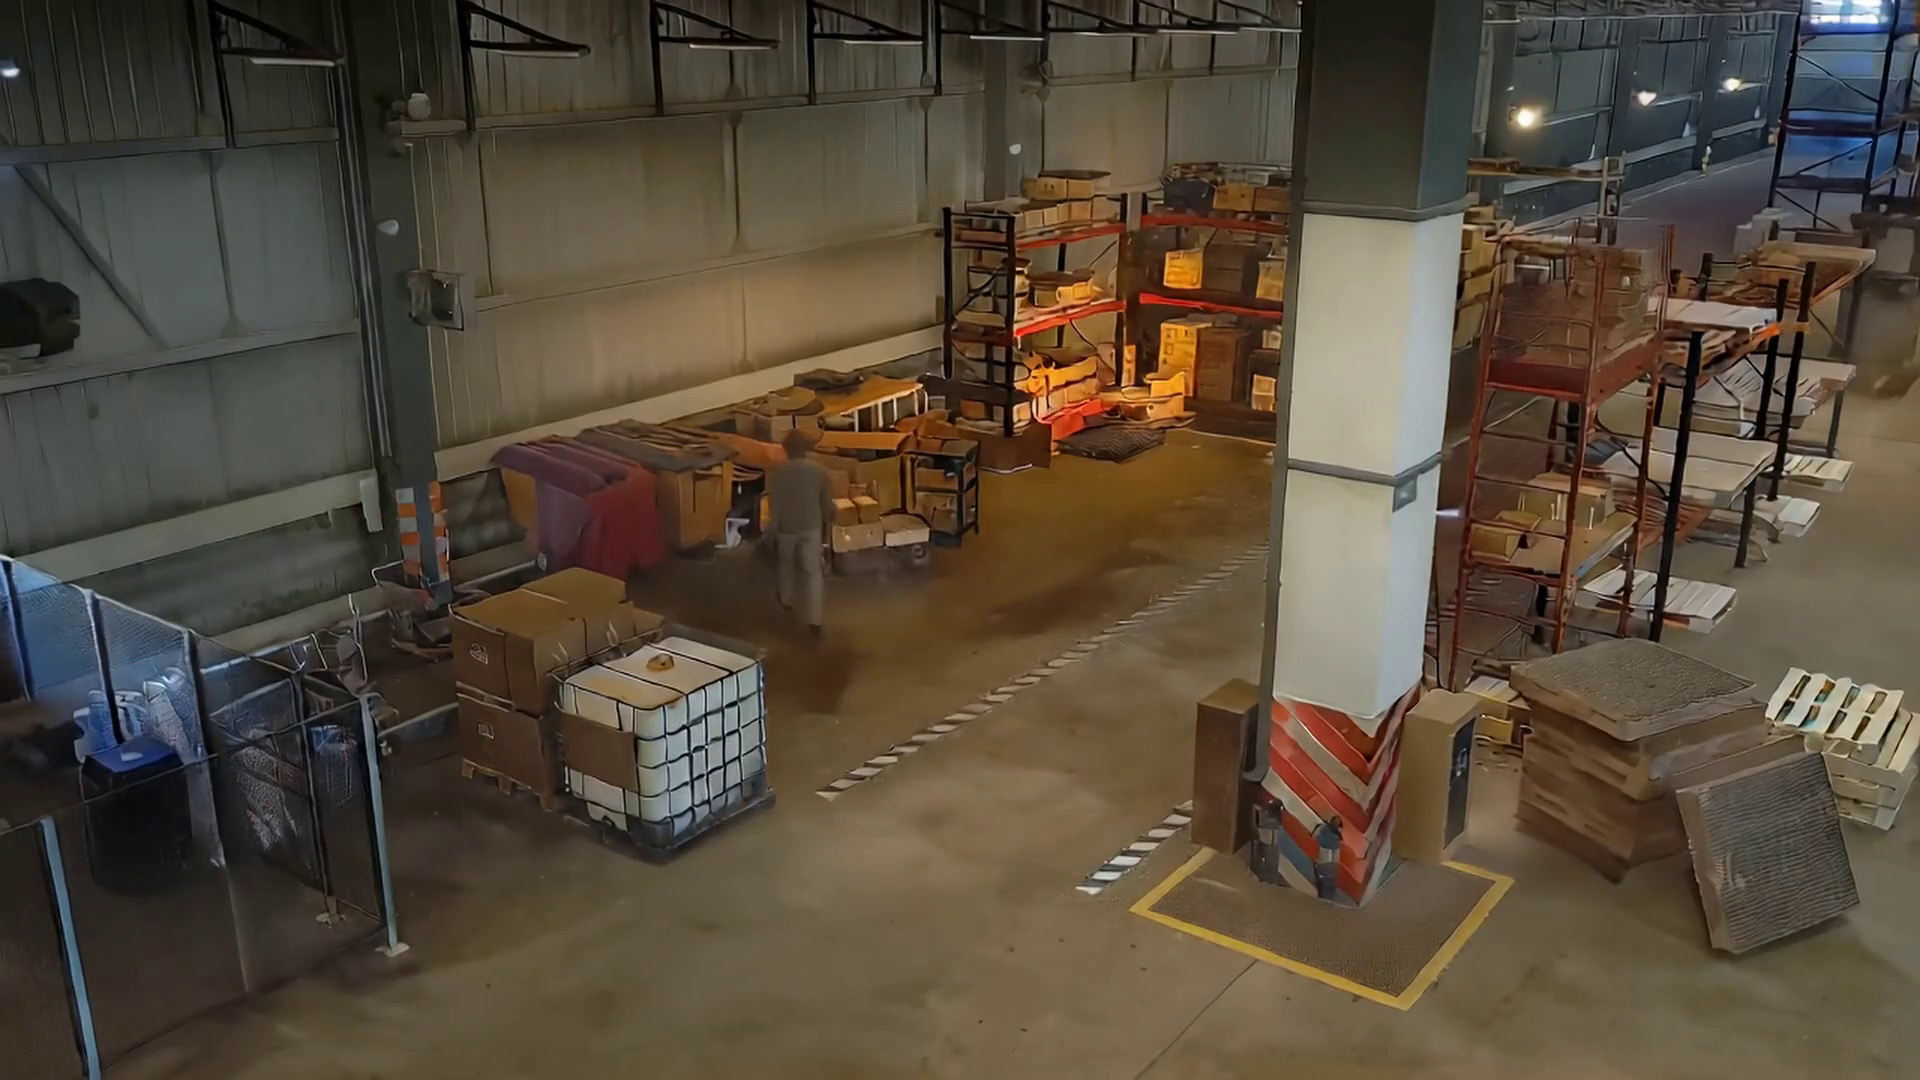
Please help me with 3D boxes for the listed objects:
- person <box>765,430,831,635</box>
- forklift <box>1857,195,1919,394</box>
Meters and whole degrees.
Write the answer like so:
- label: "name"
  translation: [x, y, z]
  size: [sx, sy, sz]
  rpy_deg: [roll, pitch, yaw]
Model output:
- label: "person"
  translation: [-1.504, -0.104, 15.535]
  size: [0.632, 1.889, 1.010]
  rpy_deg: [-6, 19, -17]
- label: "forklift"
  translation: [14.101, -3.802, 25.256]
  size: [1.129, 2.768, 1.873]
  rpy_deg: [13, 22, 34]
